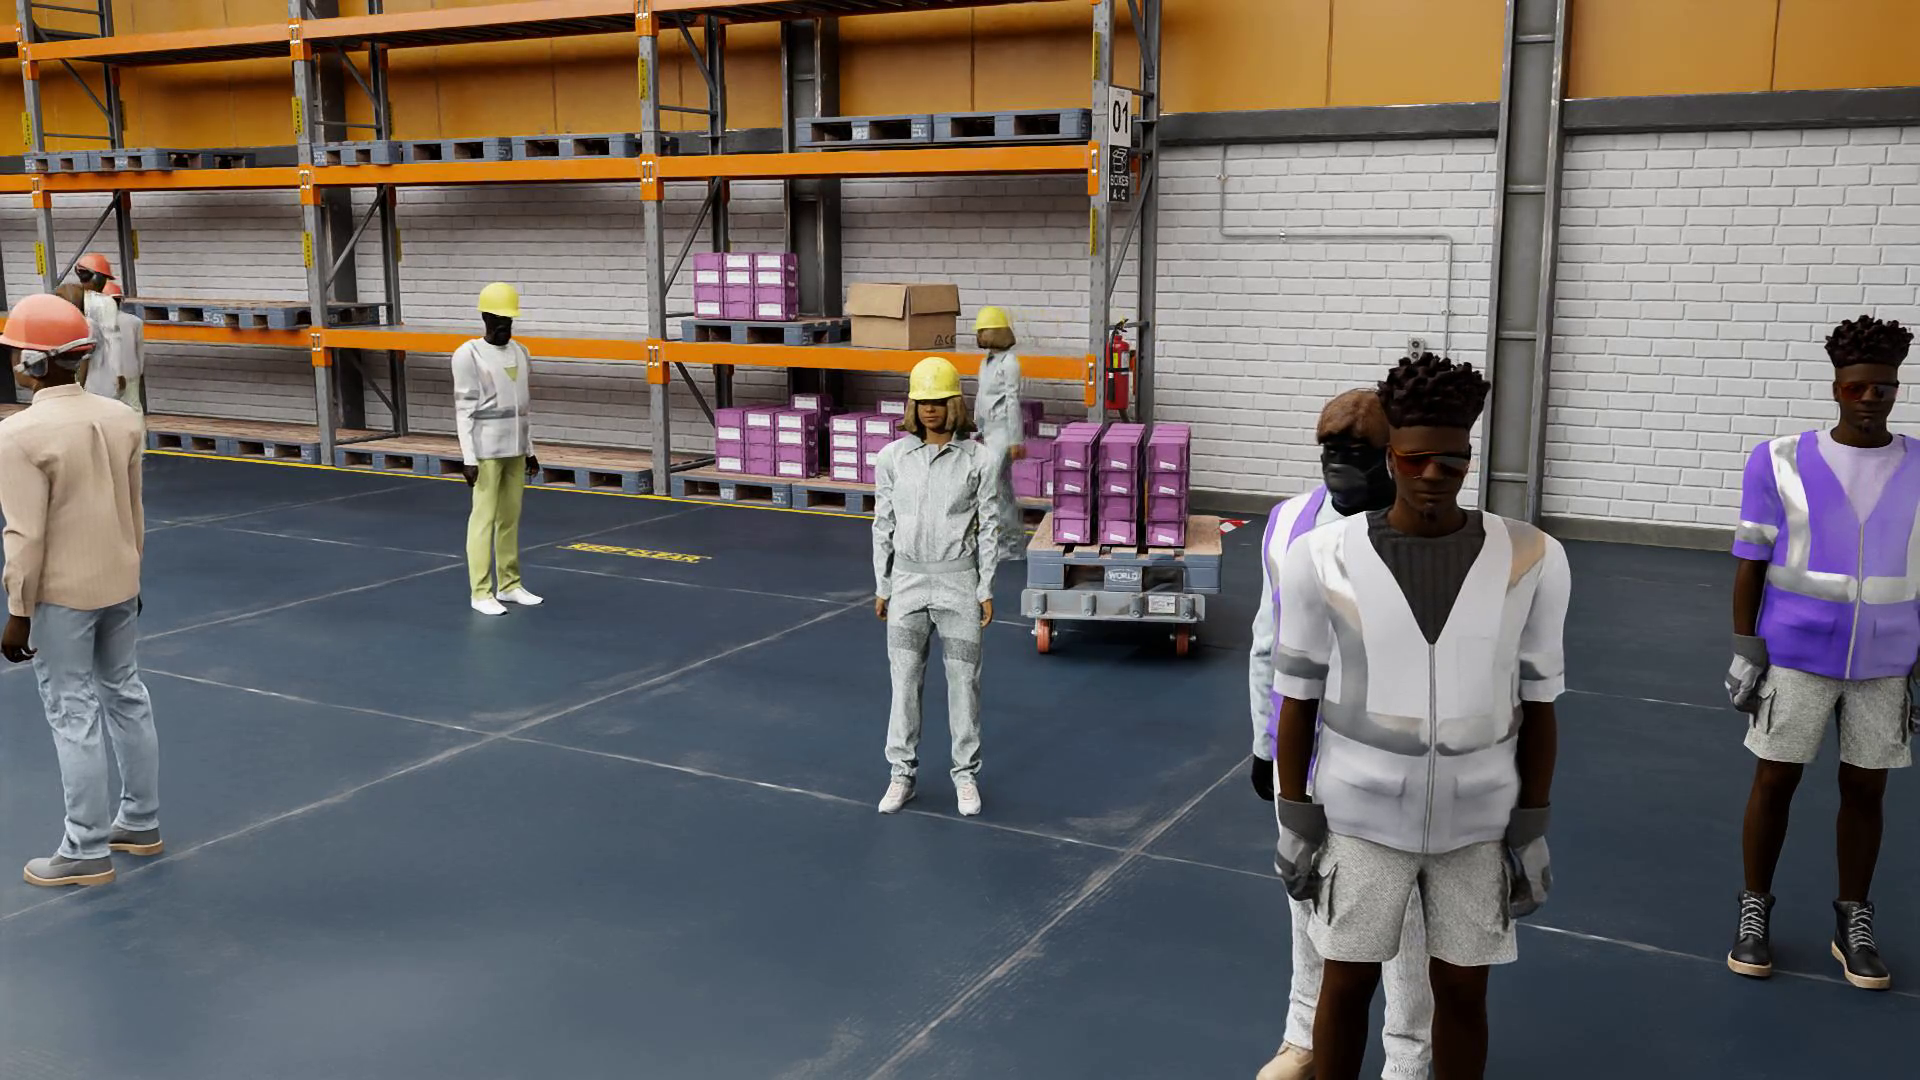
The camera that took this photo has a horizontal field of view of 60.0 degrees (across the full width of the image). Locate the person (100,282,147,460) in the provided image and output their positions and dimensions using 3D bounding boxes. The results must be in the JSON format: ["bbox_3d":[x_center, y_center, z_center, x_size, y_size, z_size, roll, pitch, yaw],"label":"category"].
[{"bbox_3d":[-8.203,-1.631,16.200,0.324,1.752,0.563,5,12,27],"label":"person"}]

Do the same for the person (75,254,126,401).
[{"bbox_3d":[-7.722,-1.538,14.930,0.609,2.031,0.409,4,11,21],"label":"person"}]

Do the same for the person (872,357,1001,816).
[{"bbox_3d":[-0.093,0.182,6.294,0.487,1.744,0.294,1,10,6],"label":"person"}]

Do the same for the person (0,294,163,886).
[{"bbox_3d":[-3.004,0.172,5.650,0.374,1.997,0.613,2,11,11],"label":"person"}]

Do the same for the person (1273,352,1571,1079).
[{"bbox_3d":[0.964,0.578,3.552,0.599,1.958,0.383,1,10,7],"label":"person"}]

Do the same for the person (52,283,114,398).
[{"bbox_3d":[-7.165,-1.166,13.488,0.770,1.810,0.538,-5,12,-27],"label":"person"}]

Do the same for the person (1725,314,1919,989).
[{"bbox_3d":[2.569,0.330,4.866,0.607,1.966,0.367,3,11,15],"label":"person"}]

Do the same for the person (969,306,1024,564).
[{"bbox_3d":[0.215,-0.684,11.086,0.537,1.724,0.508,-4,11,-20],"label":"person"}]

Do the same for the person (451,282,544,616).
[{"bbox_3d":[-2.678,-0.534,9.715,0.381,1.923,0.591,5,12,26],"label":"person"}]

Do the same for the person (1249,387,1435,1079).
[{"bbox_3d":[0.974,0.540,4.096,0.628,1.836,0.430,9,14,42],"label":"person"}]
